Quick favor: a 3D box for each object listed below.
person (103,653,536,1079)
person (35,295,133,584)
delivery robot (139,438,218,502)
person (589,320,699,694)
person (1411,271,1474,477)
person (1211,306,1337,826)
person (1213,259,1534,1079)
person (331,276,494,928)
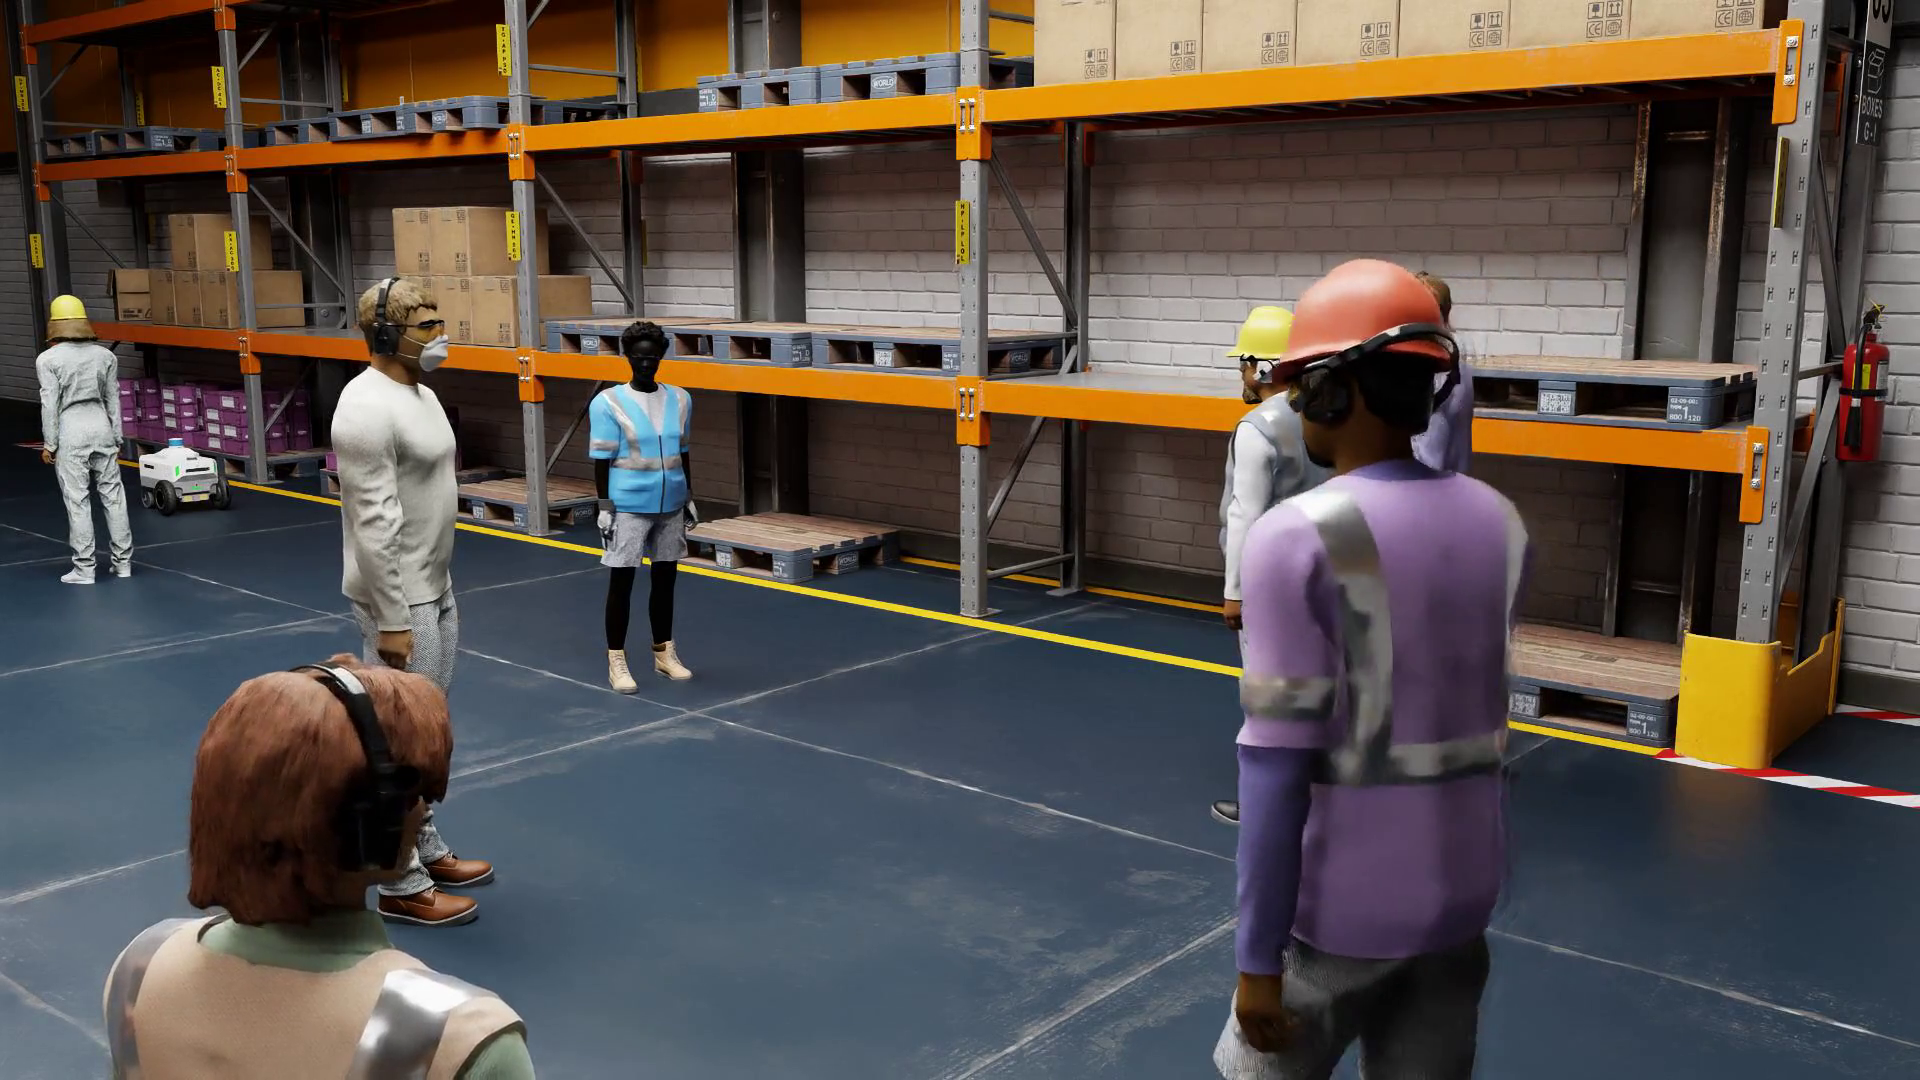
[{"bbox_3d":[-0.602,0.926,1.659,0.522,1.636,0.309,4,11,23],"label":"person"},{"bbox_3d":[-5.326,-0.606,10.084,0.323,1.741,0.490,7,12,33],"label":"person"},{"bbox_3d":[-6.034,-0.542,12.831,0.707,0.478,0.477,9,13,41],"label":"delivery robot"},{"bbox_3d":[-1.438,-0.155,7.629,0.540,1.698,0.316,-9,13,-41],"label":"person"},{"bbox_3d":[1.708,-0.018,6.177,0.354,1.936,0.635,4,11,24],"label":"person"},{"bbox_3d":[1.107,0.100,5.839,0.404,1.826,0.591,9,13,41],"label":"person"},{"bbox_3d":[0.667,0.560,2.710,0.632,2.006,0.570,-6,12,-30],"label":"person"},{"bbox_3d":[-1.657,0.184,5.025,0.372,1.940,0.630,-1,10,-5],"label":"person"}]
